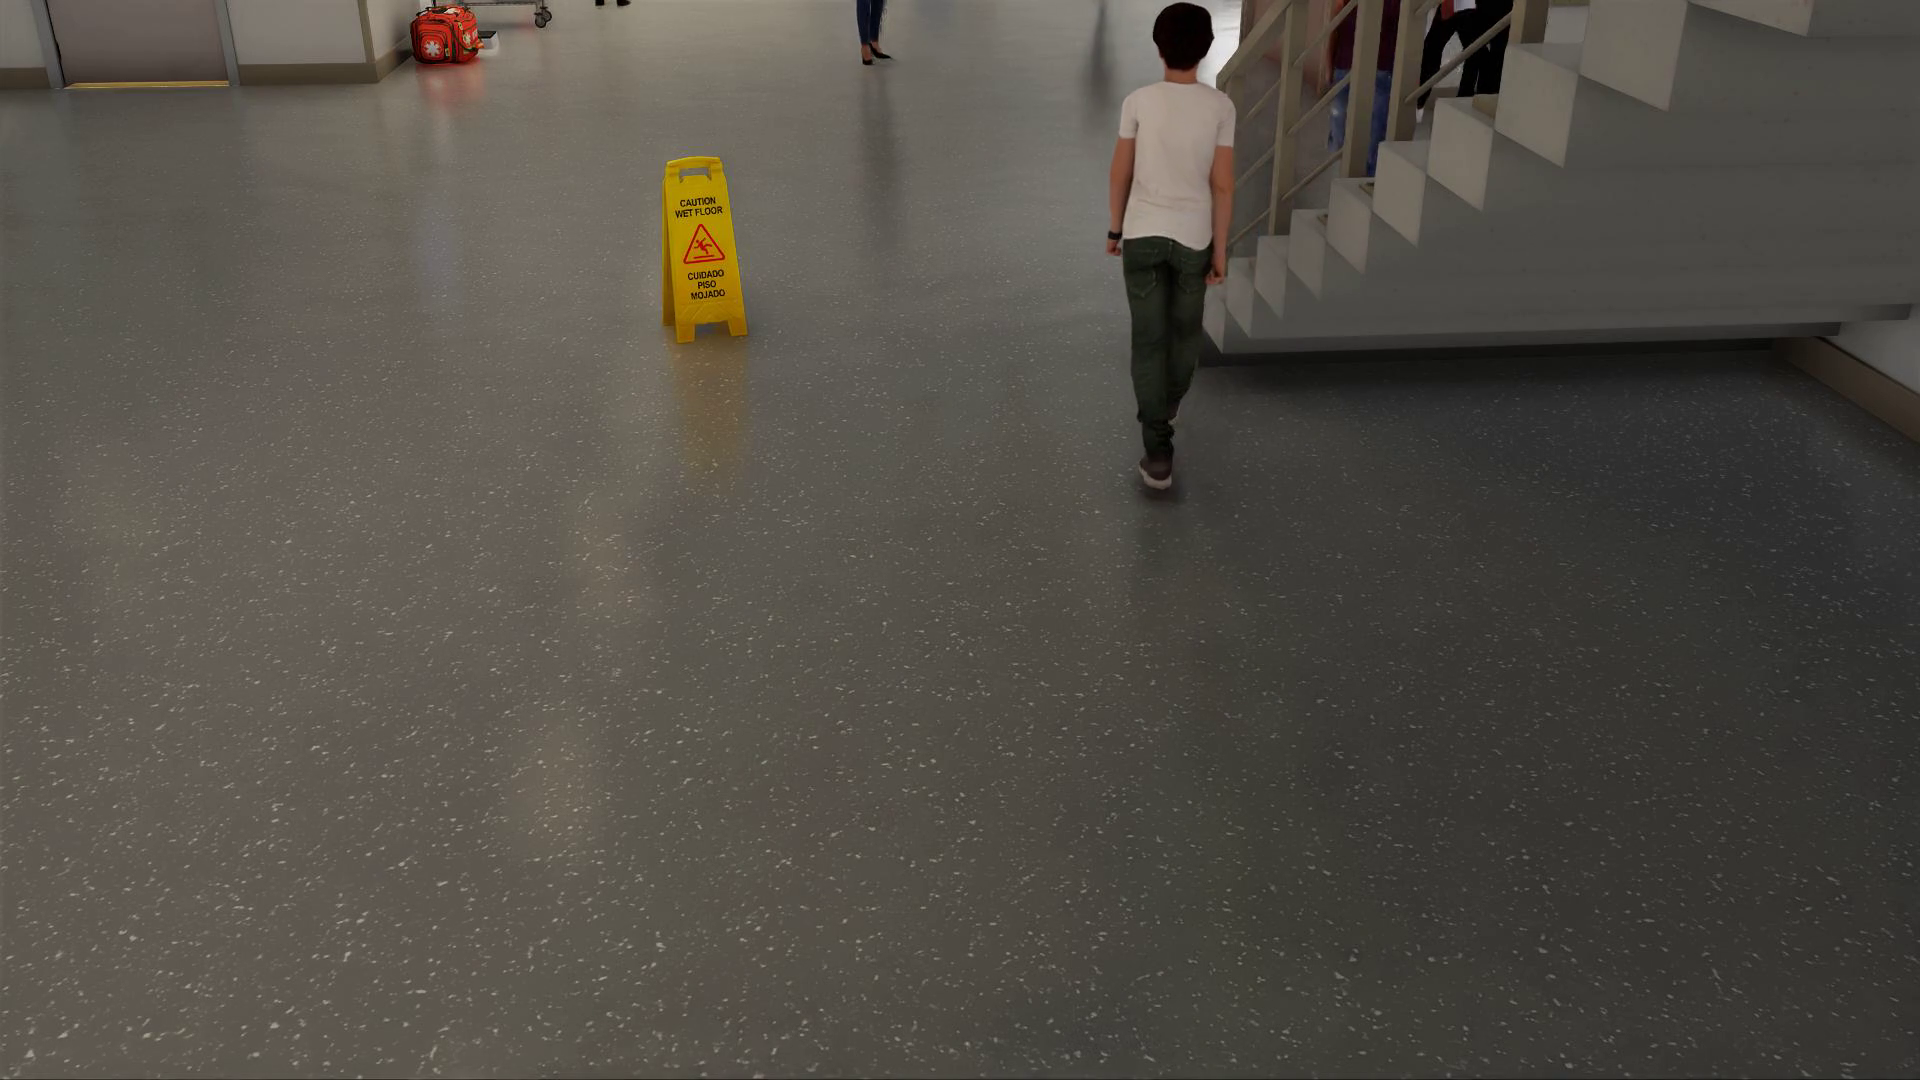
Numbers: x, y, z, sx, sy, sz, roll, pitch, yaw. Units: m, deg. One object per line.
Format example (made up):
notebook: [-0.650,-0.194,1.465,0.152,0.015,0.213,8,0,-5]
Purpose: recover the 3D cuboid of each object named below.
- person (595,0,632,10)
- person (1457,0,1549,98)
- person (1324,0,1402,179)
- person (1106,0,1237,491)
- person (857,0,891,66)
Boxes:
person: [-3.506,-5.989,16.335,0.567,1.463,0.516,0,26,0]
person: [2.581,-2.113,8.148,0.877,1.594,1.017,-10,28,-21]
person: [2.157,-2.423,8.517,1.061,1.831,1.041,-22,33,-38]
person: [0.718,-0.965,5.746,0.632,1.612,1.093,0,26,1]
person: [-0.702,-4.753,13.408,0.740,1.780,0.779,-21,33,-36]
